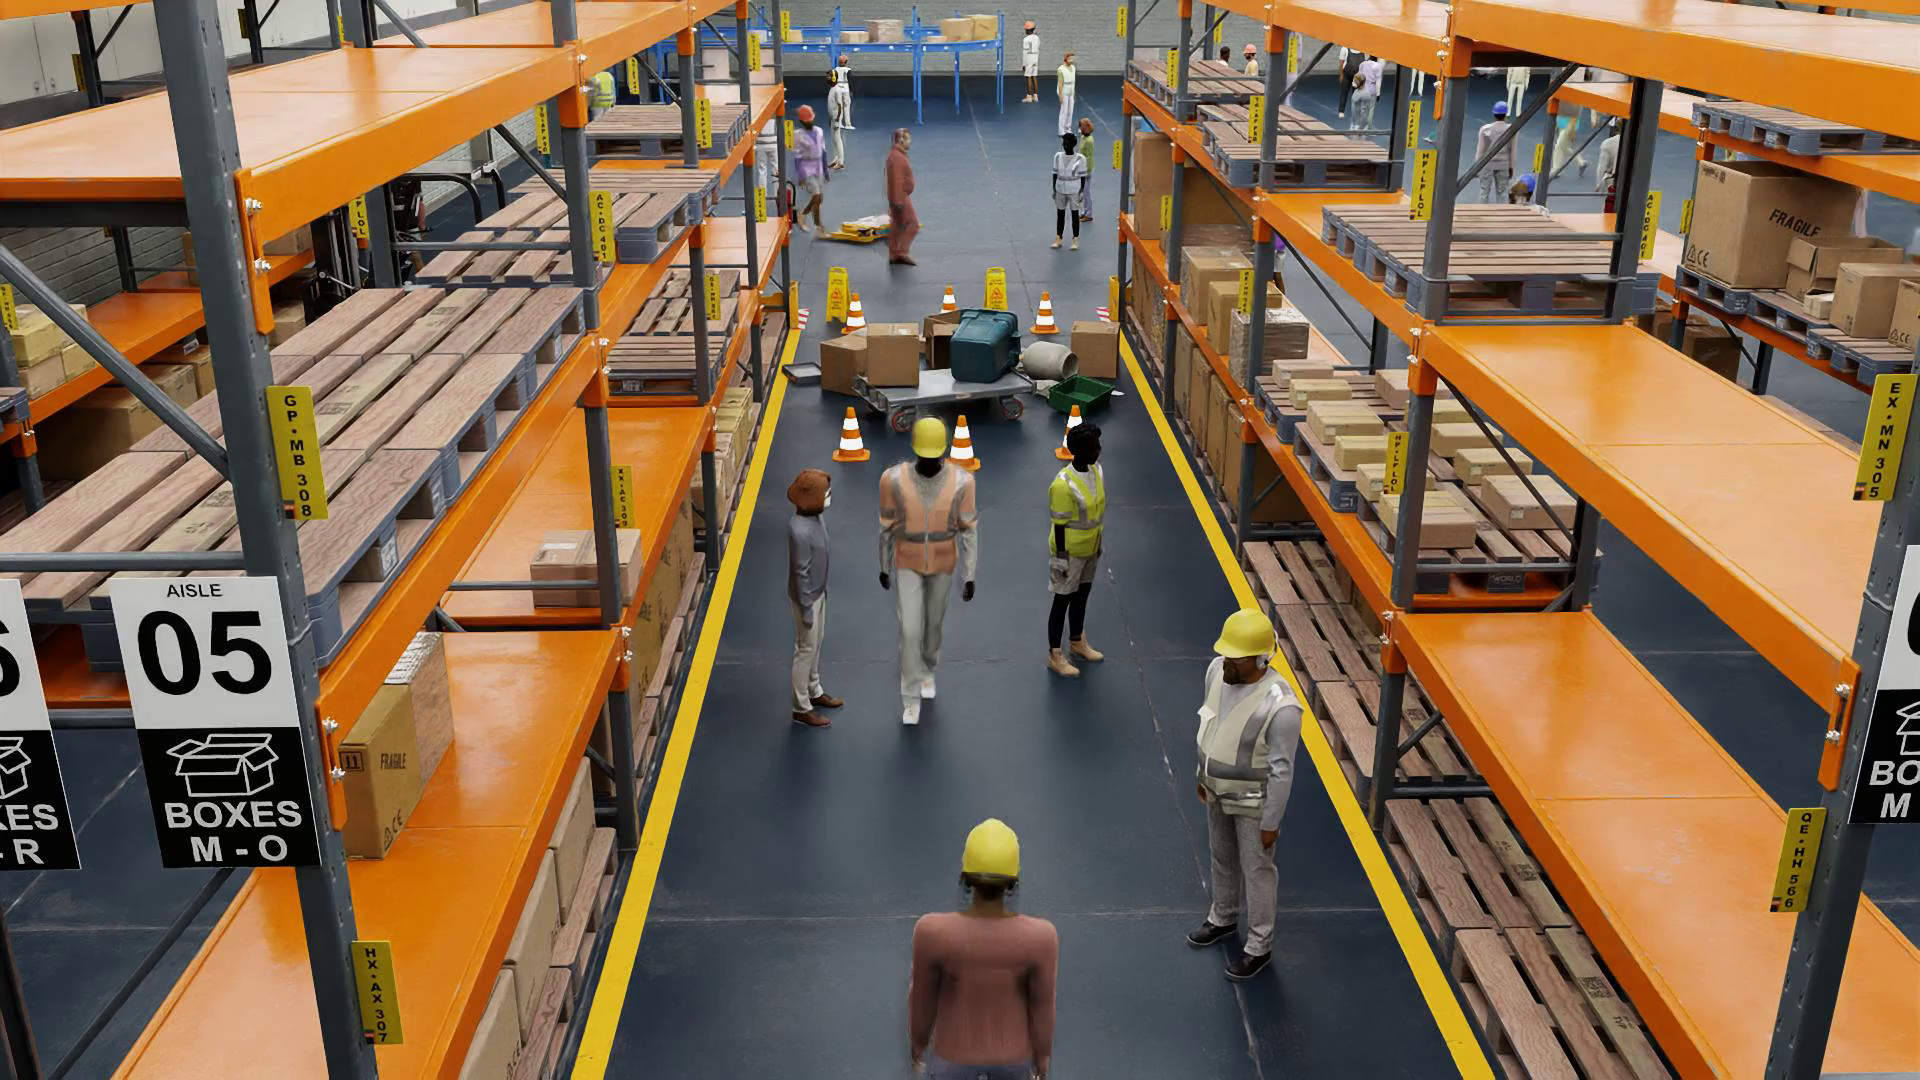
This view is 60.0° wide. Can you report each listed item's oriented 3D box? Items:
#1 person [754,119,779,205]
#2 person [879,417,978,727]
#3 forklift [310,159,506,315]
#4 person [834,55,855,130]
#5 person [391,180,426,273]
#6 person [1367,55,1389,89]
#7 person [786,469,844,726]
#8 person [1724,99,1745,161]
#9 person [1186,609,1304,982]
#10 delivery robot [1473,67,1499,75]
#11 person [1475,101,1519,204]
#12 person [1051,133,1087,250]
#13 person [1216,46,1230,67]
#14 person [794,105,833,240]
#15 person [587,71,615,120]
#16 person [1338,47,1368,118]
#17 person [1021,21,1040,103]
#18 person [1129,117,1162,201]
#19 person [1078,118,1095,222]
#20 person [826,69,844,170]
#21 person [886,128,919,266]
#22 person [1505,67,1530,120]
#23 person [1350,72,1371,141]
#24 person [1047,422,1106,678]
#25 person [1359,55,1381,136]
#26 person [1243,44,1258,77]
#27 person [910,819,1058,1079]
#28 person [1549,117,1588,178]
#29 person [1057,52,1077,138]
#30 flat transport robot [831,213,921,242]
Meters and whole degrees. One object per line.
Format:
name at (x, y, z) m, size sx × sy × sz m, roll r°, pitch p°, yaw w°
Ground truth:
person at (-3.235, -6.563, 27.922) m, size 0.574 × 1.882 × 0.356 m, roll -6°, pitch 21°, yaw -14°
person at (-0.189, 0.180, 10.083) m, size 0.599 × 1.887 × 0.883 m, roll -1°, pitch 21°, yaw -4°
forklift at (-5.622, -2.910, 17.832) m, size 2.313 × 2.155 × 1.214 m, roll -1°, pitch 21°, yaw -1°
person at (-2.641, -10.173, 37.794) m, size 0.522 × 1.645 × 0.306 m, roll 16°, pitch 26°, yaw 35°
person at (-6.968, -3.926, 20.728) m, size 0.615 × 2.041 × 0.391 m, roll -17°, pitch 27°, yaw -38°
person at (11.528, -13.312, 45.739) m, size 0.621 × 1.906 × 0.967 m, roll 11°, pitch 23°, yaw 27°
person at (-0.889, 0.341, 10.033) m, size 0.296 × 1.623 × 0.506 m, roll 2°, pitch 21°, yaw 6°
person at (13.351, -6.803, 28.648) m, size 0.380 × 1.819 × 0.624 m, roll 7°, pitch 22°, yaw 19°
person at (1.283, 1.147, 7.629) m, size 0.404 × 1.826 × 0.592 m, roll -11°, pitch 23°, yaw -27°
delivery robot at (15.619, -14.030, 49.375) m, size 0.477 × 0.478 × 0.707 m, roll -18°, pitch 27°, yaw -39°
person at (8.328, -5.816, 25.872) m, size 0.617 × 1.941 × 0.412 m, roll 3°, pitch 21°, yaw 8°
person at (1.582, -5.089, 24.284) m, size 0.530 × 1.695 × 0.321 m, roll 10°, pitch 23°, yaw 24°
person at (5.755, -9.931, 36.797) m, size 0.407 × 1.907 × 0.598 m, roll -6°, pitch 21°, yaw -15°
person at (-2.237, -5.554, 25.088) m, size 0.747 × 2.003 × 0.643 m, roll 15°, pitch 25°, yaw 34°
person at (-7.482, -9.080, 34.715) m, size 0.578 × 1.797 × 0.654 m, roll 18°, pitch 27°, yaw 40°
person at (9.439, -11.160, 39.852) m, size 0.683 × 2.000 × 0.536 m, roll 0°, pitch 21°, yaw -1°
person at (1.811, -12.389, 43.116) m, size 0.400 × 2.035 × 0.601 m, roll 16°, pitch 26°, yaw 37°
person at (3.120, -6.707, 28.358) m, size 0.636 × 1.842 × 0.429 m, roll -6°, pitch 22°, yaw -16°
person at (2.004, -5.891, 26.507) m, size 0.281 × 1.628 × 0.503 m, roll -3°, pitch 21°, yaw -7°
person at (-2.413, -8.059, 31.891) m, size 0.326 × 1.874 × 0.519 m, roll -7°, pitch 22°, yaw -17°
person at (-0.764, -4.764, 23.149) m, size 0.542 × 1.887 × 0.679 m, roll -3°, pitch 21°, yaw -7°
person at (13.230, -10.797, 39.460) m, size 0.502 × 1.632 × 0.279 m, roll 6°, pitch 22°, yaw 15°
person at (7.370, -7.667, 30.782) m, size 0.385 × 1.931 × 0.629 m, roll -2°, pitch 21°, yaw -4°
person at (0.753, 0.048, 10.713) m, size 0.319 × 1.693 × 0.535 m, roll 14°, pitch 25°, yaw 32°
person at (9.031, -9.894, 36.665) m, size 0.381 × 1.923 × 0.591 m, roll -15°, pitch 25°, yaw -34°
person at (6.401, -9.986, 36.893) m, size 0.370 × 1.935 × 0.552 m, roll 2°, pitch 21°, yaw 4°
person at (0.088, 1.833, 5.911) m, size 0.523 × 1.748 × 0.686 m, roll -2°, pitch 21°, yaw -4°
person at (11.279, -7.583, 30.721) m, size 0.786 × 1.815 × 0.585 m, roll 0°, pitch 21°, yaw 1°
person at (2.319, -9.722, 36.349) m, size 0.405 × 1.830 × 0.576 m, roll 14°, pitch 25°, yaw 33°
flat transport robot at (-1.273, -4.801, 25.505) m, size 0.652 × 0.197 × 1.431 m, roll 14°, pitch 25°, yaw 32°
